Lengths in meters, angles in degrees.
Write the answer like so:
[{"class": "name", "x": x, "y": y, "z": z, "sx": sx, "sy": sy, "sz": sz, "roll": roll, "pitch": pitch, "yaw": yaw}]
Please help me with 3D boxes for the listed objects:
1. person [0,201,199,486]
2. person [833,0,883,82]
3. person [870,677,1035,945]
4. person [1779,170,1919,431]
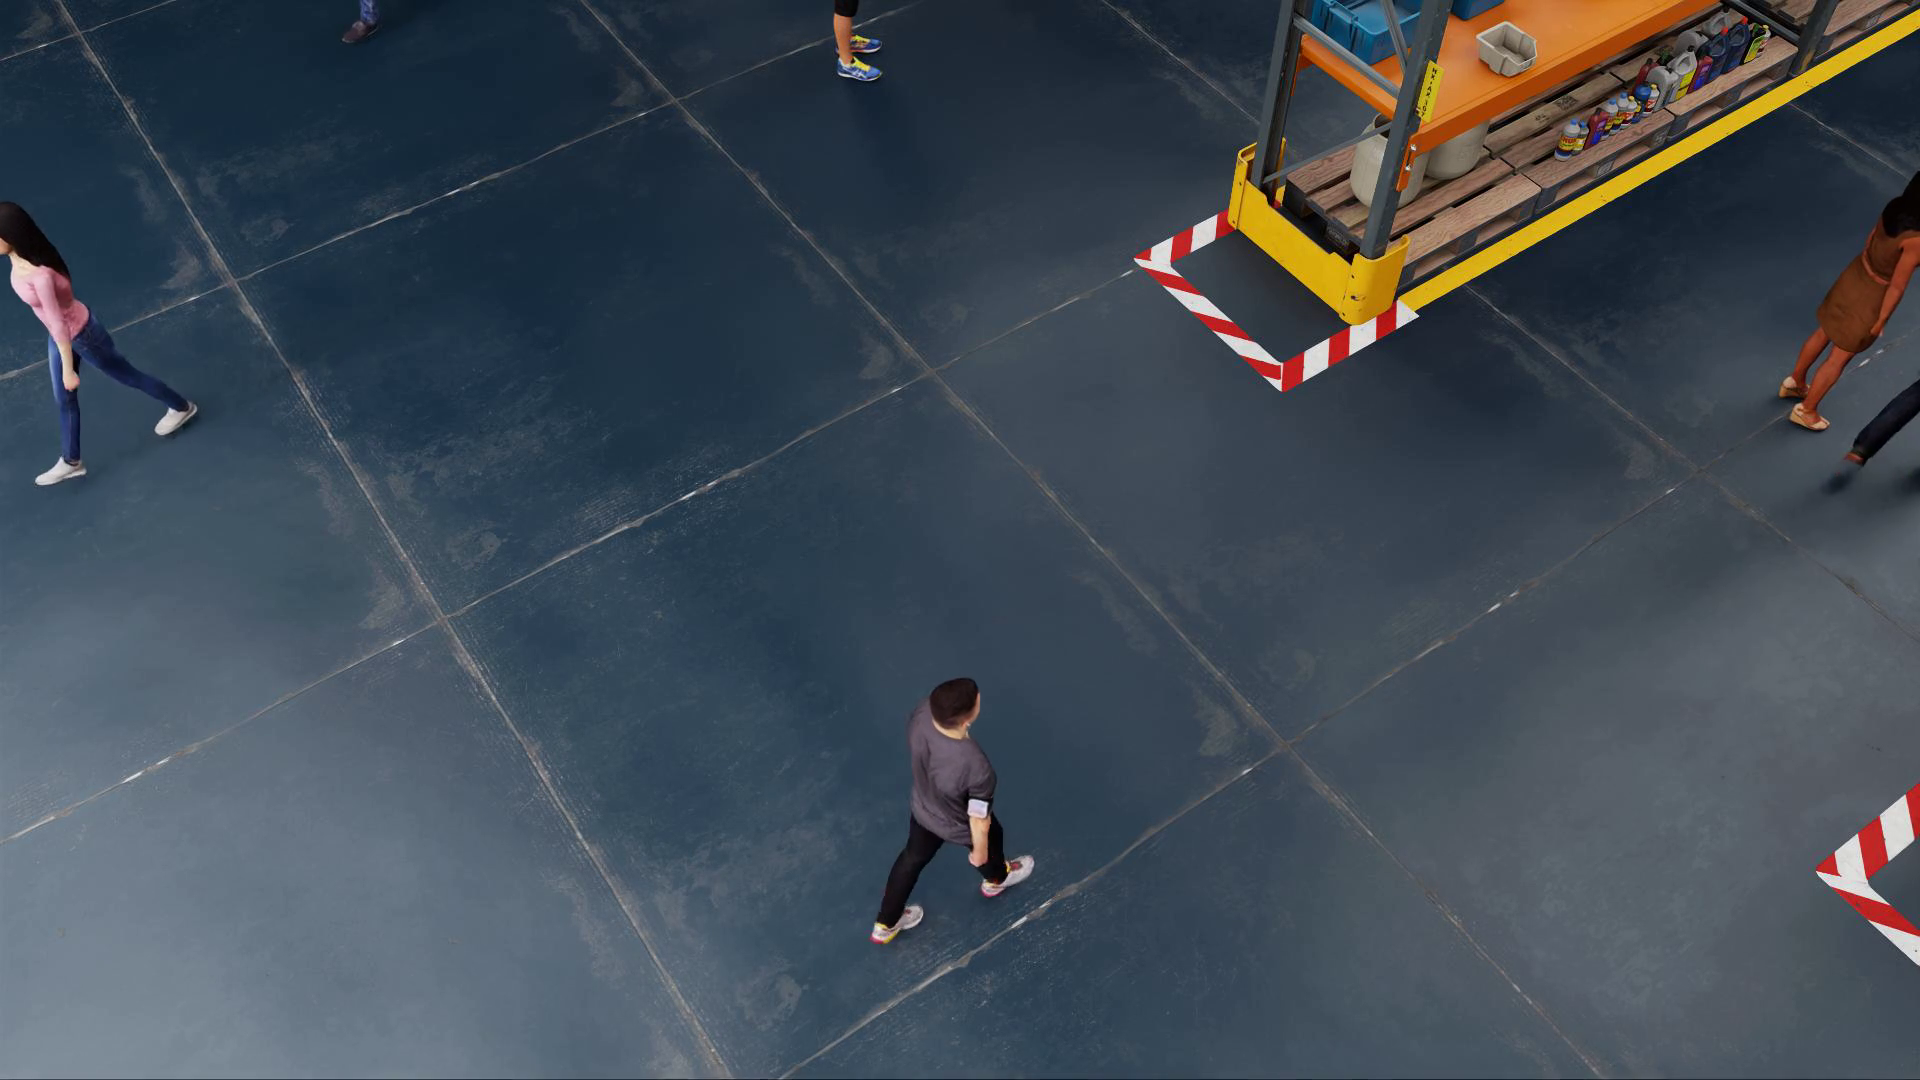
[{"class": "person", "x": -4.411, "y": -1.053, "z": 8.470, "sx": 1.155, "sy": 1.697, "sz": 0.724, "roll": -38, "pitch": 61, "yaw": -25}, {"class": "person", "x": -0.720, "y": -3.815, "z": 10.502, "sx": 0.752, "sy": 1.866, "sz": 0.709, "roll": 3, "pitch": 52, "yaw": 2}, {"class": "person", "x": -0.113, "y": 1.130, "z": 6.750, "sx": 1.071, "sy": 1.744, "sz": 0.715, "roll": -34, "pitch": 59, "yaw": -23}, {"class": "person", "x": 4.707, "y": -1.263, "z": 8.637, "sx": 0.684, "sy": 1.689, "sz": 0.638, "roll": 4, "pitch": 52, "yaw": 3}]
